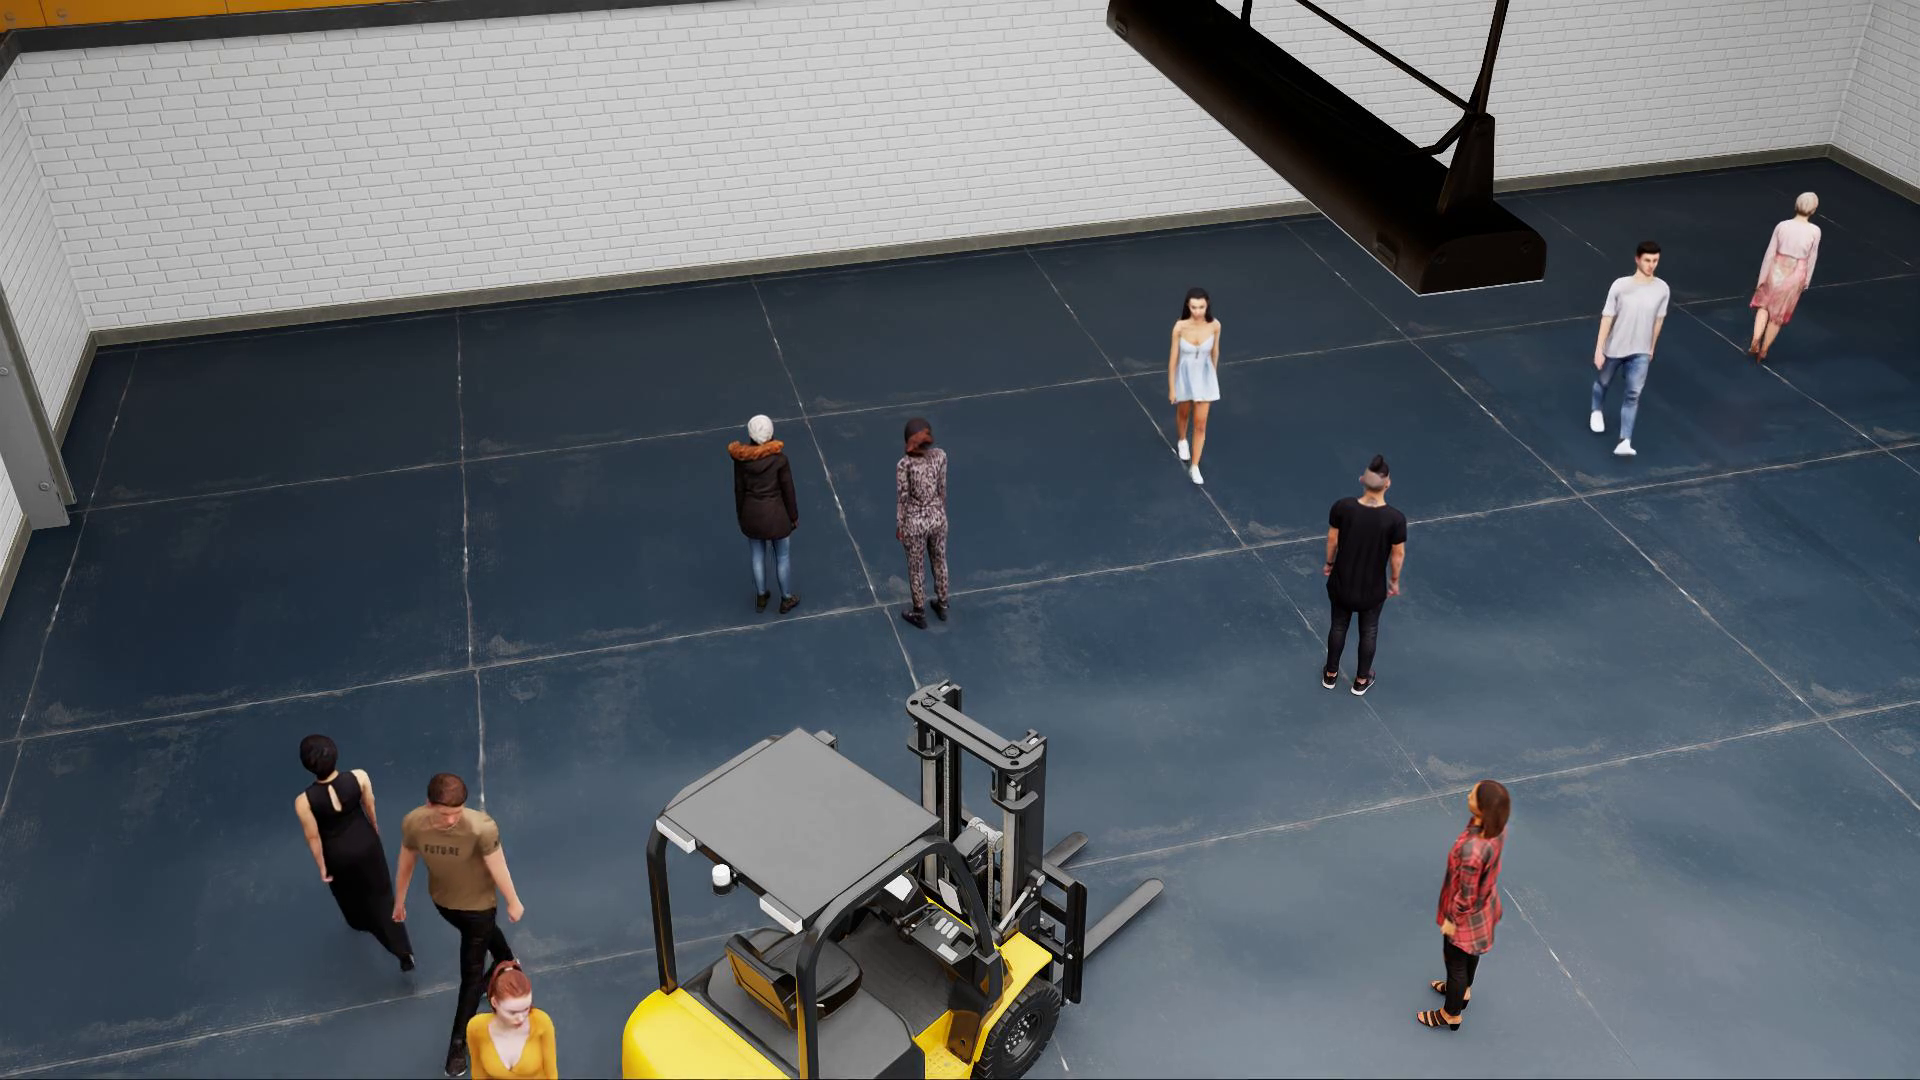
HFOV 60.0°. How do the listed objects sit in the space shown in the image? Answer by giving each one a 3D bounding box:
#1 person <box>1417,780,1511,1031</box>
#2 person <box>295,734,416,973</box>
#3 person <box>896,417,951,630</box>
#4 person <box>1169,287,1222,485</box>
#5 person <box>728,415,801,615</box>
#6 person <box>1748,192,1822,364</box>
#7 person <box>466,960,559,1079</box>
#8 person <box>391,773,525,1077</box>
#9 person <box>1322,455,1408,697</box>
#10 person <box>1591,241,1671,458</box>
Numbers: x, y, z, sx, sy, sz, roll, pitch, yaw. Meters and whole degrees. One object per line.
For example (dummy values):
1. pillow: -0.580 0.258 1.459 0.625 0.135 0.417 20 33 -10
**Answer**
1. person: 2.708 1.944 8.867 0.756 1.702 0.702 19 38 26
2. person: -3.348 1.778 9.238 0.806 1.568 1.083 -21 39 -29
3. person: -0.261 -0.123 11.965 0.620 1.714 0.605 -18 38 -25
4. person: 1.934 -1.366 13.859 0.730 1.689 1.010 -1 34 -1
5. person: -1.419 -0.187 12.135 0.728 1.635 0.740 5 34 8
6. person: 7.625 -2.384 15.399 0.760 1.680 0.820 18 37 24
7. person: -2.055 2.598 7.862 0.612 1.727 0.588 -5 34 -7
8. person: -2.603 1.870 8.898 1.162 1.790 1.322 11 35 16
9. person: 2.725 0.227 11.295 0.776 1.874 0.808 14 36 20
10. person: 5.661 -1.686 14.198 0.988 1.848 1.263 4 34 6
